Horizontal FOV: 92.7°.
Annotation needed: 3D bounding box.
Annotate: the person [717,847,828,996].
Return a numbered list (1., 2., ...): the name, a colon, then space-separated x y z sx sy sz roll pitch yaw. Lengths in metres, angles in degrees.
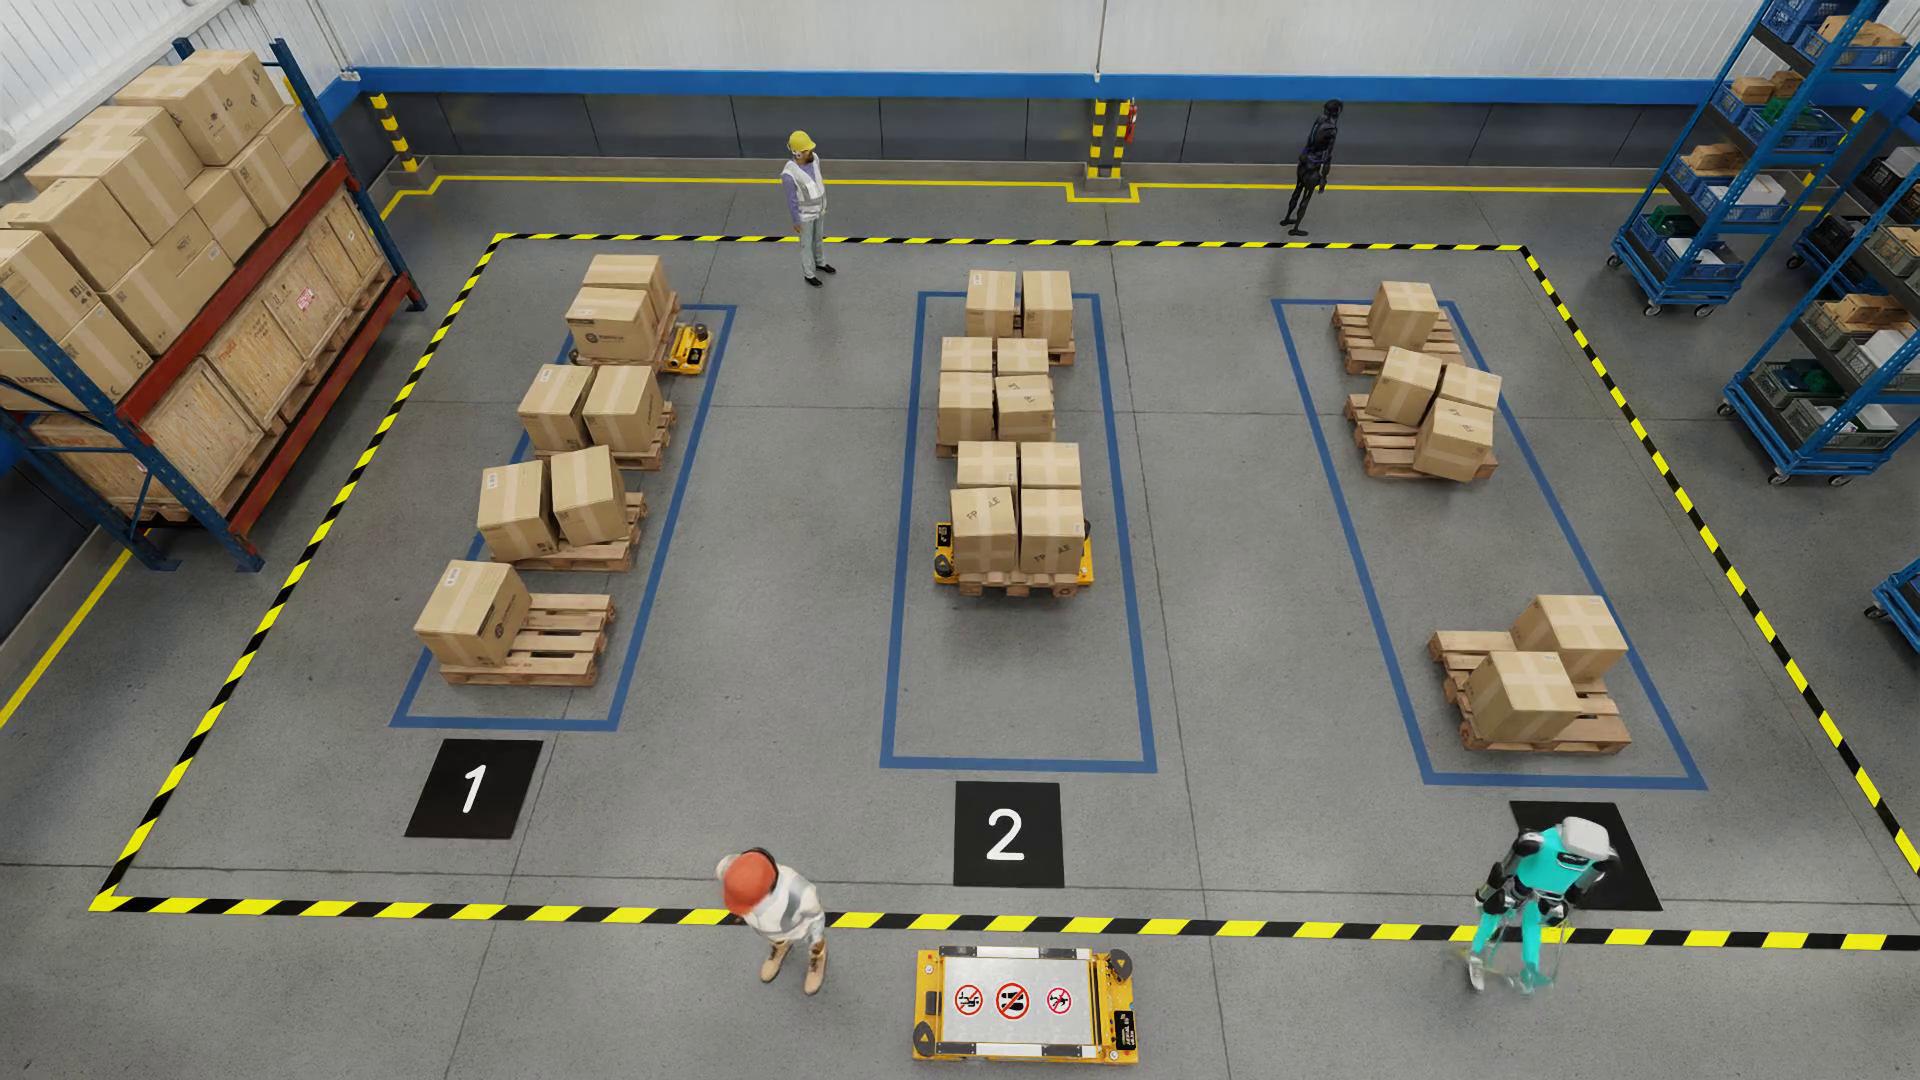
1. person: -1.089 2.293 5.482 0.607 2.031 0.405 14 52 11

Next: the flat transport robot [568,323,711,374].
1. flat transport robot: -3.564 -2.149 10.220 1.431 0.197 0.652 1 51 1

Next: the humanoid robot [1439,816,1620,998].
1. humanoid robot: 3.442 2.409 5.624 0.540 1.840 0.787 10 51 8

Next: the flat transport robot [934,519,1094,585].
1. flat transport robot: 0.490 0.087 8.397 1.431 0.197 0.652 1 51 1

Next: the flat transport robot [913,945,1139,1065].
1. flat transport robot: 0.422 3.041 6.007 1.431 0.231 0.659 1 51 1

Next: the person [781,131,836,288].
1. person: -1.734 -3.814 10.582 0.404 1.836 0.599 23 54 17

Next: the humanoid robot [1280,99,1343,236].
1. humanoid robot: 4.359 -4.610 11.327 0.315 1.655 0.599 -7 51 -6
